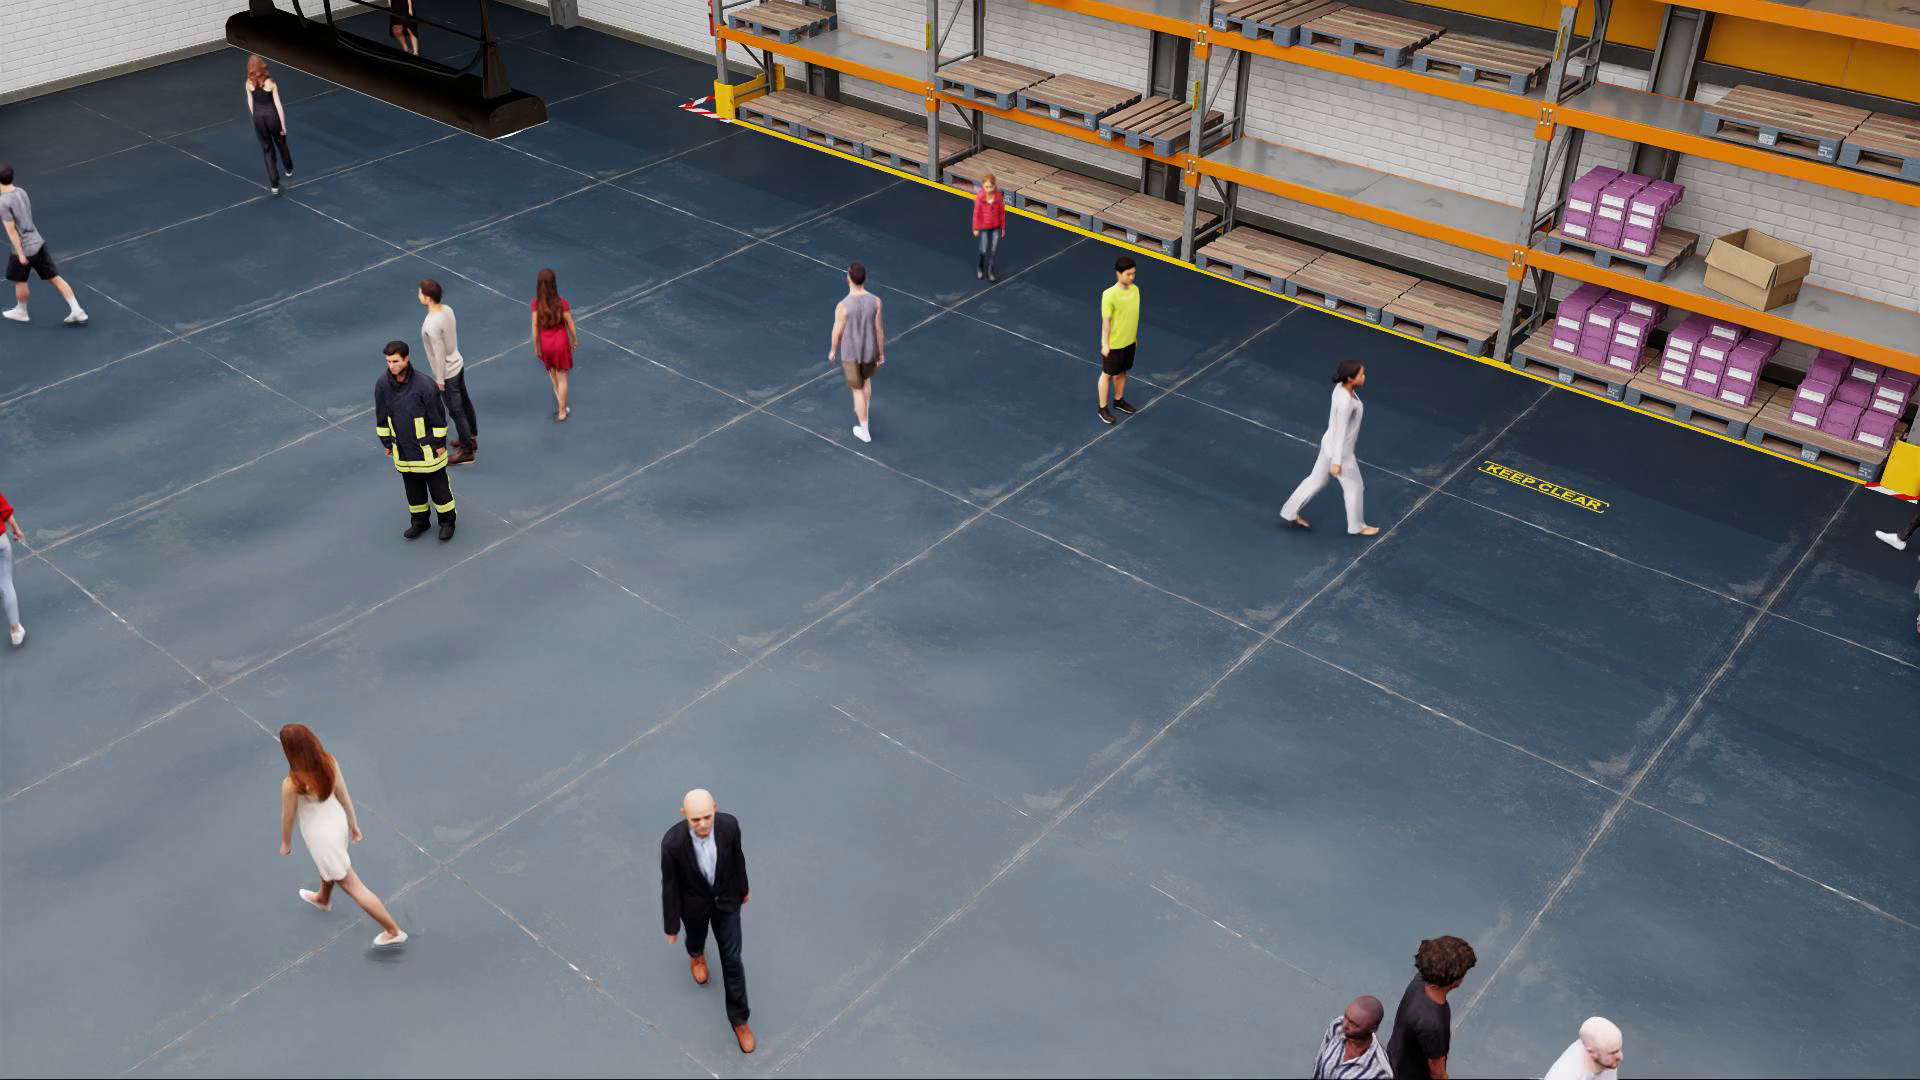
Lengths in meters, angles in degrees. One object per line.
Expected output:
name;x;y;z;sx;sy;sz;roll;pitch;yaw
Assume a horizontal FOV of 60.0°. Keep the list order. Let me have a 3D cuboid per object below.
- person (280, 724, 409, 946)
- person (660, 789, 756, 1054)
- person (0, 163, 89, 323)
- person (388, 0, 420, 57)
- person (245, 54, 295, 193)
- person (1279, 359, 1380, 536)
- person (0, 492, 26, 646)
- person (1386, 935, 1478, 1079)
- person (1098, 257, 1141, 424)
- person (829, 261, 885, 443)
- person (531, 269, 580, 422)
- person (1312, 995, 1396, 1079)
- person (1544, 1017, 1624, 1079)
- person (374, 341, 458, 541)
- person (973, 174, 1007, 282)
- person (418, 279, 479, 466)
person;-3.932;1.906;10.512;1.244;1.666;0.751;16;37;23
person;-1.551;2.142;10.067;1.090;1.766;1.318;-12;36;-18
person;-9.974;-3.148;17.969;1.293;1.829;1.071;5;34;8
person;-8.663;-8.333;25.964;0.714;1.613;0.783;3;34;5
person;-8.907;-5.318;21.350;1.029;1.700;1.184;-7;34;-11
person;3.227;-0.796;14.546;1.204;1.701;1.046;3;34;5
person;-7.754;0.080;13.272;0.927;1.653;1.210;-17;37;-23
person;2.369;2.856;9.023;1.218;1.733;0.959;10;35;15
person;1.560;-1.992;16.339;0.648;1.707;0.574;-26;42;-33
person;-0.944;-1.764;15.945;0.817;1.828;0.967;-16;37;-23
person;-3.993;-1.890;16.347;0.888;1.530;0.937;-2;34;-3
person;2.016;3.017;8.724;0.755;1.795;0.603;-16;37;-23
person;3.058;3.054;8.660;0.799;1.804;1.054;-25;41;-33
person;-4.733;-0.884;14.473;0.835;1.928;0.948;3;34;5
person;0.323;-3.626;19.159;0.616;1.308;0.661;-10;35;-14
person;-4.788;-1.582;15.581;0.777;1.865;0.740;0;34;0
